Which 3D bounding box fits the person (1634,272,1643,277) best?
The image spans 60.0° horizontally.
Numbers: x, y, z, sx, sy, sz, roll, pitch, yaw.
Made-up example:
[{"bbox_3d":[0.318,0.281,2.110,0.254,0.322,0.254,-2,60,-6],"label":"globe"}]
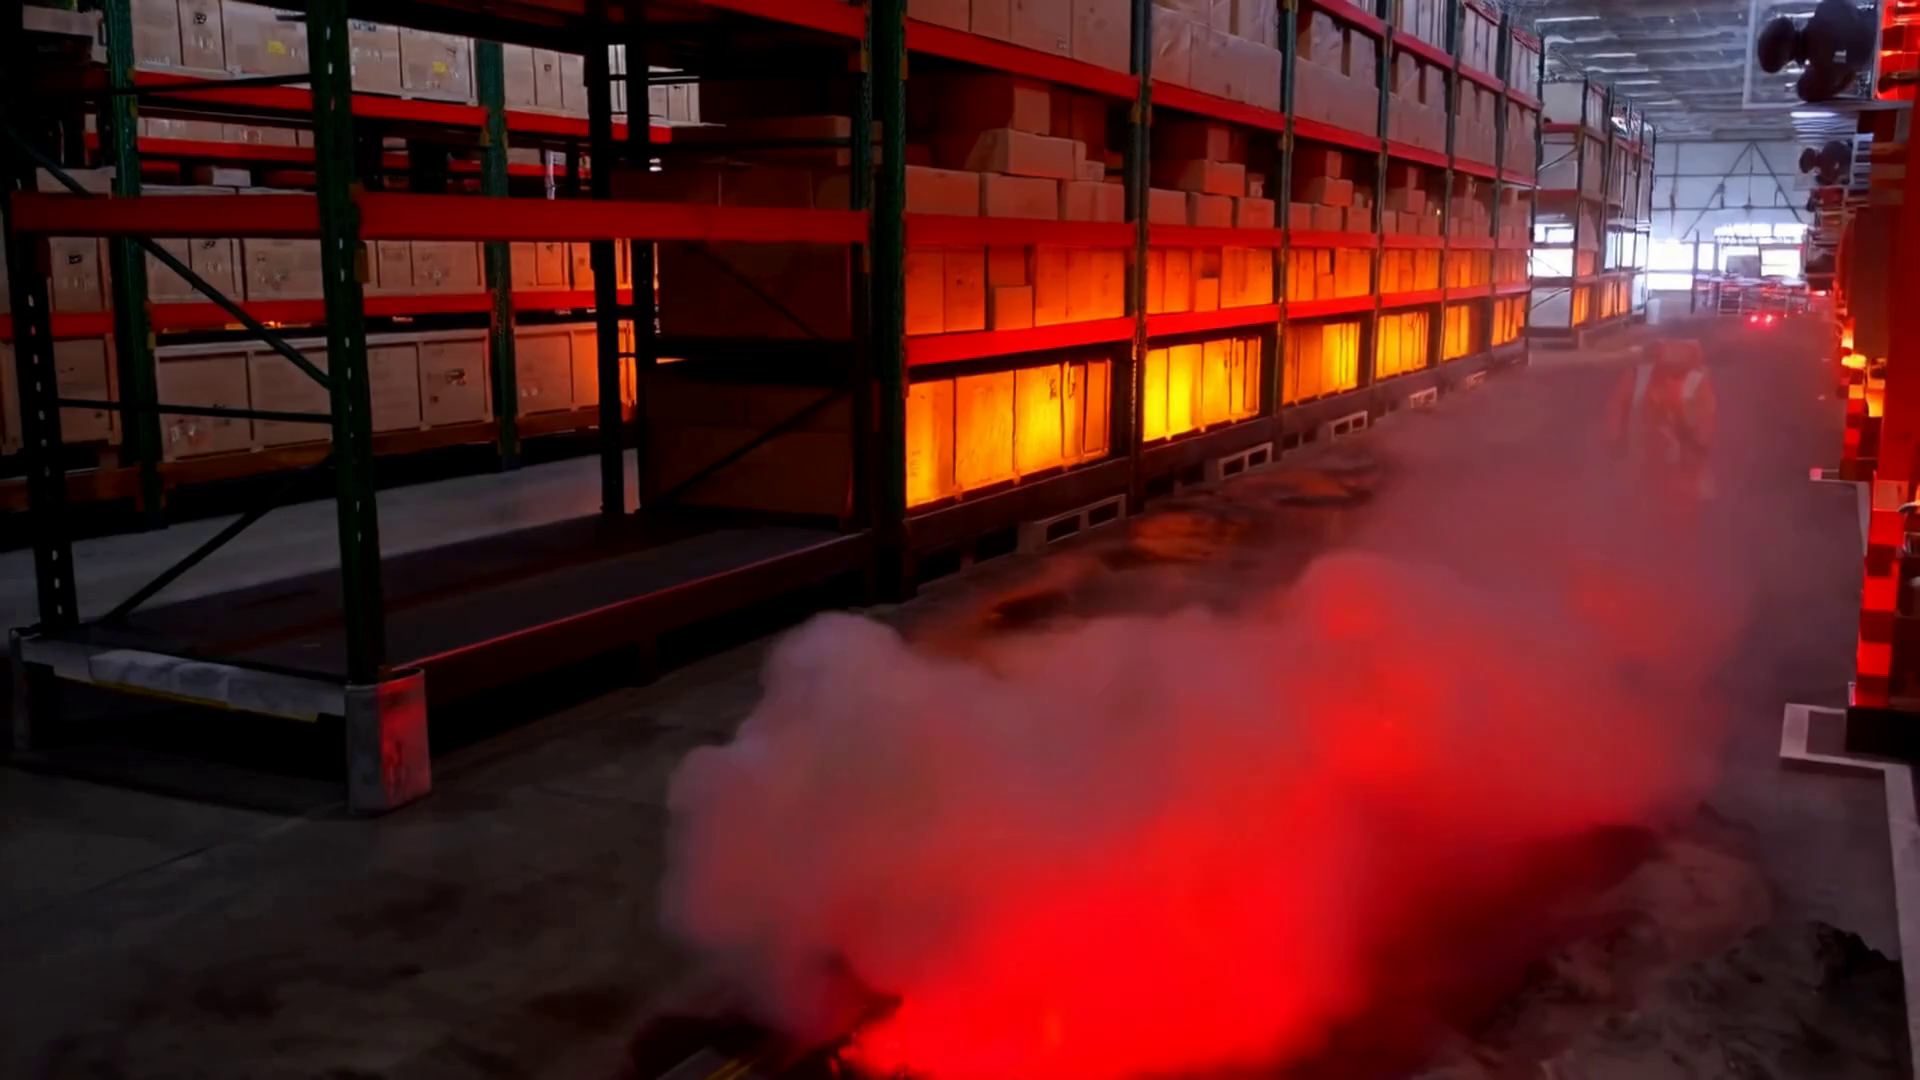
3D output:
[{"bbox_3d":[31.459,-12.092,77.224,1.029,1.881,0.553,-9,14,-44],"label":"person"}]
